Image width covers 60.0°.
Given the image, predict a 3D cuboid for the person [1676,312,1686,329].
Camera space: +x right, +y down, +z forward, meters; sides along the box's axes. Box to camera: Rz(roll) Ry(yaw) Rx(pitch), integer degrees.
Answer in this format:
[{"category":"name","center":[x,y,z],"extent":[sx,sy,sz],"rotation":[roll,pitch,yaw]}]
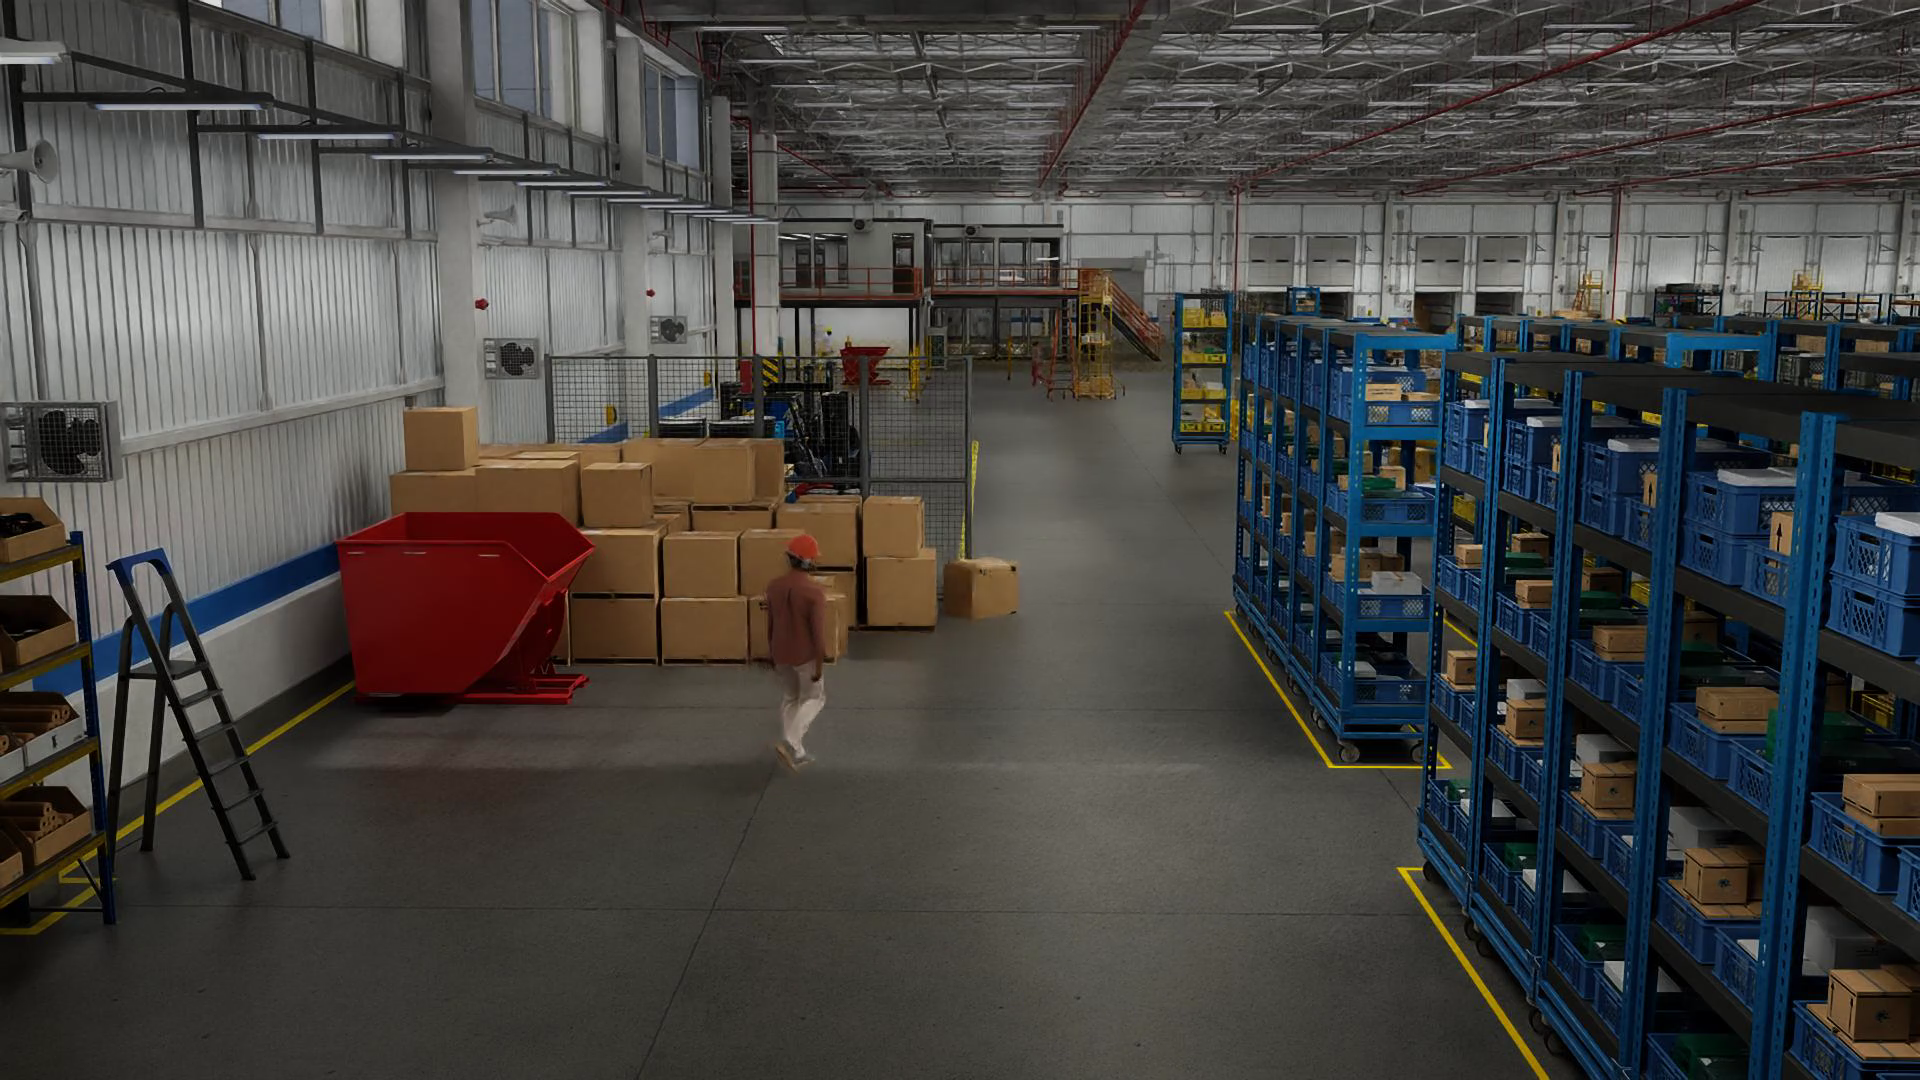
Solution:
[{"category":"person","center":[37.821,-11.018,87.474],"extent":[1.070,1.940,0.602],"rotation":[-1,9,-4]}]

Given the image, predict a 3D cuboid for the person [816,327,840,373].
[{"category":"person","center":[-5.326,-7.652,66.907],"extent":[1.010,1.860,0.582],"rotation":[-2,9,-10]}]

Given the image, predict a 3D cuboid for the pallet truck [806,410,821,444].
[{"category":"pallet truck","center":[-3.559,-2.018,33.905],"extent":[1.522,1.261,0.704],"rotation":[0,9,-1]}]

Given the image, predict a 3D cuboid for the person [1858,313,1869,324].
[{"category":"person","center":[49.076,-11.445,90.413],"extent":[0.998,1.831,0.584],"rotation":[-7,12,-38]}]

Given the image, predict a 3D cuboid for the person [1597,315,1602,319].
[{"category":"person","center":[33.491,-10.875,86.950],"extent":[0.897,1.802,0.626],"rotation":[4,10,23]}]

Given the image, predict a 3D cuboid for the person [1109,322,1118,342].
[{"category":"person","center":[8.732,-12.028,94.321],"extent":[0.905,1.714,0.552],"rotation":[-8,12,-39]}]

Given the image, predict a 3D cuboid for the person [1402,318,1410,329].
[{"category":"person","center":[20.008,-8.986,74.825],"extent":[0.989,1.974,0.687],"rotation":[8,12,41]}]

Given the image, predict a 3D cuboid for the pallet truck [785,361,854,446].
[{"category":"pallet truck","center":[-3.410,-3.193,38.978],"extent":[1.885,1.965,0.823],"rotation":[0,9,-1]}]

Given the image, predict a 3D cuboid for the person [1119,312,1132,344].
[{"category":"person","center":[9.325,-11.913,93.399],"extent":[0.985,1.795,0.640],"rotation":[-7,11,-36]}]

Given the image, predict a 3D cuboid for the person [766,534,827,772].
[{"category":"person","center":[-1.354,0.936,13.573],"extent":[0.622,1.973,0.582],"rotation":[5,11,29]}]

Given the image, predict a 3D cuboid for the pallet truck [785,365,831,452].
[{"category":"pallet truck","center":[-3.774,-2.976,37.635],"extent":[1.885,1.965,0.823],"rotation":[1,9,5]}]

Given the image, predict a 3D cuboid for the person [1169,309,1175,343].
[{"category":"person","center":[12.120,-12.162,94.587],"extent":[0.433,1.913,0.597],"rotation":[0,9,0]}]

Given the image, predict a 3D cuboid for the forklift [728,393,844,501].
[{"category":"forklift","center":[-2.979,-1.316,26.476],"extent":[2.680,1.987,1.157],"rotation":[0,9,1]}]

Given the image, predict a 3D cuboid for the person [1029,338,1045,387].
[{"category":"person","center":[2.694,-6.222,58.419],"extent":[0.541,1.754,0.536],"rotation":[4,10,21]}]

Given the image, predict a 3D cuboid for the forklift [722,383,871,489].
[{"category":"forklift","center":[-2.893,-1.687,28.729],"extent":[2.680,1.987,1.157],"rotation":[0,9,-1]}]

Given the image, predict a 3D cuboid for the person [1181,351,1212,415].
[{"category":"person","center":[6.742,-4.428,47.122],"extent":[0.918,1.836,0.521],"rotation":[9,13,43]}]

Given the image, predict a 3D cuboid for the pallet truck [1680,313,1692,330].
[{"category":"pallet truck","center":[36.315,-10.531,84.244],"extent":[0.823,1.965,1.885],"rotation":[-6,11,-33]}]

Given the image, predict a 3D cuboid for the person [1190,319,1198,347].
[{"category":"person","center":[12.627,-11.364,89.737],"extent":[0.553,1.879,1.035],"rotation":[1,9,5]}]

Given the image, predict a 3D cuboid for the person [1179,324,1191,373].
[{"category":"person","center":[8.934,-7.714,66.734],"extent":[0.665,2.000,0.701],"rotation":[3,10,20]}]

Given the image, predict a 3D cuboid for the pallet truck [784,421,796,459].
[{"category":"pallet truck","center":[-4.013,-1.793,32.705],"extent":[1.601,1.201,0.680],"rotation":[0,9,1]}]

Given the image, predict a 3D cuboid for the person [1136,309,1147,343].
[{"category":"person","center":[9.894,-11.578,90.705],"extent":[0.623,1.992,0.391],"rotation":[1,9,5]}]

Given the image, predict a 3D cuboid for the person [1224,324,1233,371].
[{"category":"person","center":[11.028,-7.923,68.337],"extent":[0.357,1.937,0.551],"rotation":[-1,9,-6]}]

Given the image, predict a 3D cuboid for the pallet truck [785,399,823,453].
[{"category":"pallet truck","center":[-3.814,-2.432,36.419],"extent":[1.630,1.274,0.653],"rotation":[0,9,1]}]
